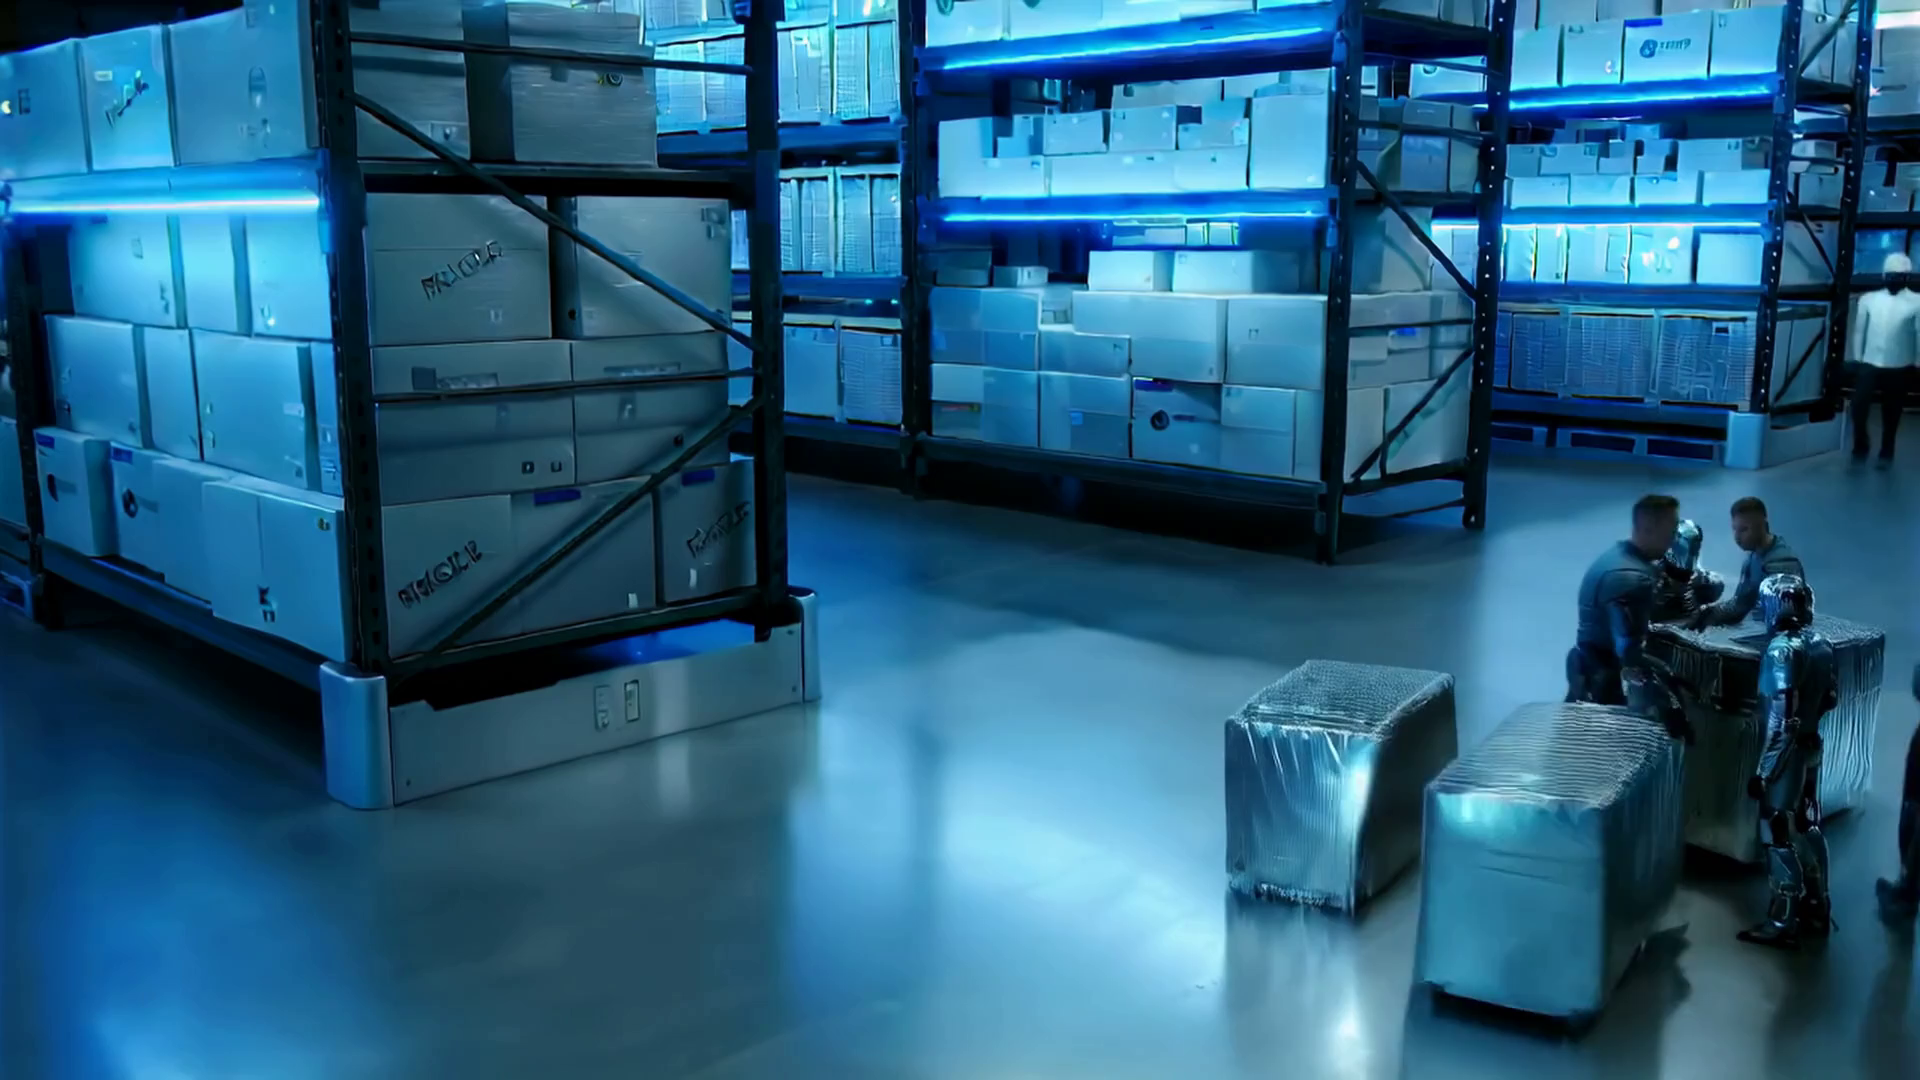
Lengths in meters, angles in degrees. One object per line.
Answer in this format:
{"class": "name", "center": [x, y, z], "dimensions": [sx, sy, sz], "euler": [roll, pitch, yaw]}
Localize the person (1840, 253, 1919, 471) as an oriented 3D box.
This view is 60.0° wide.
{"class": "person", "center": [8.293, -1.577, 14.938], "dimensions": [0.738, 1.966, 0.639], "euler": [-9, 14, -41]}
